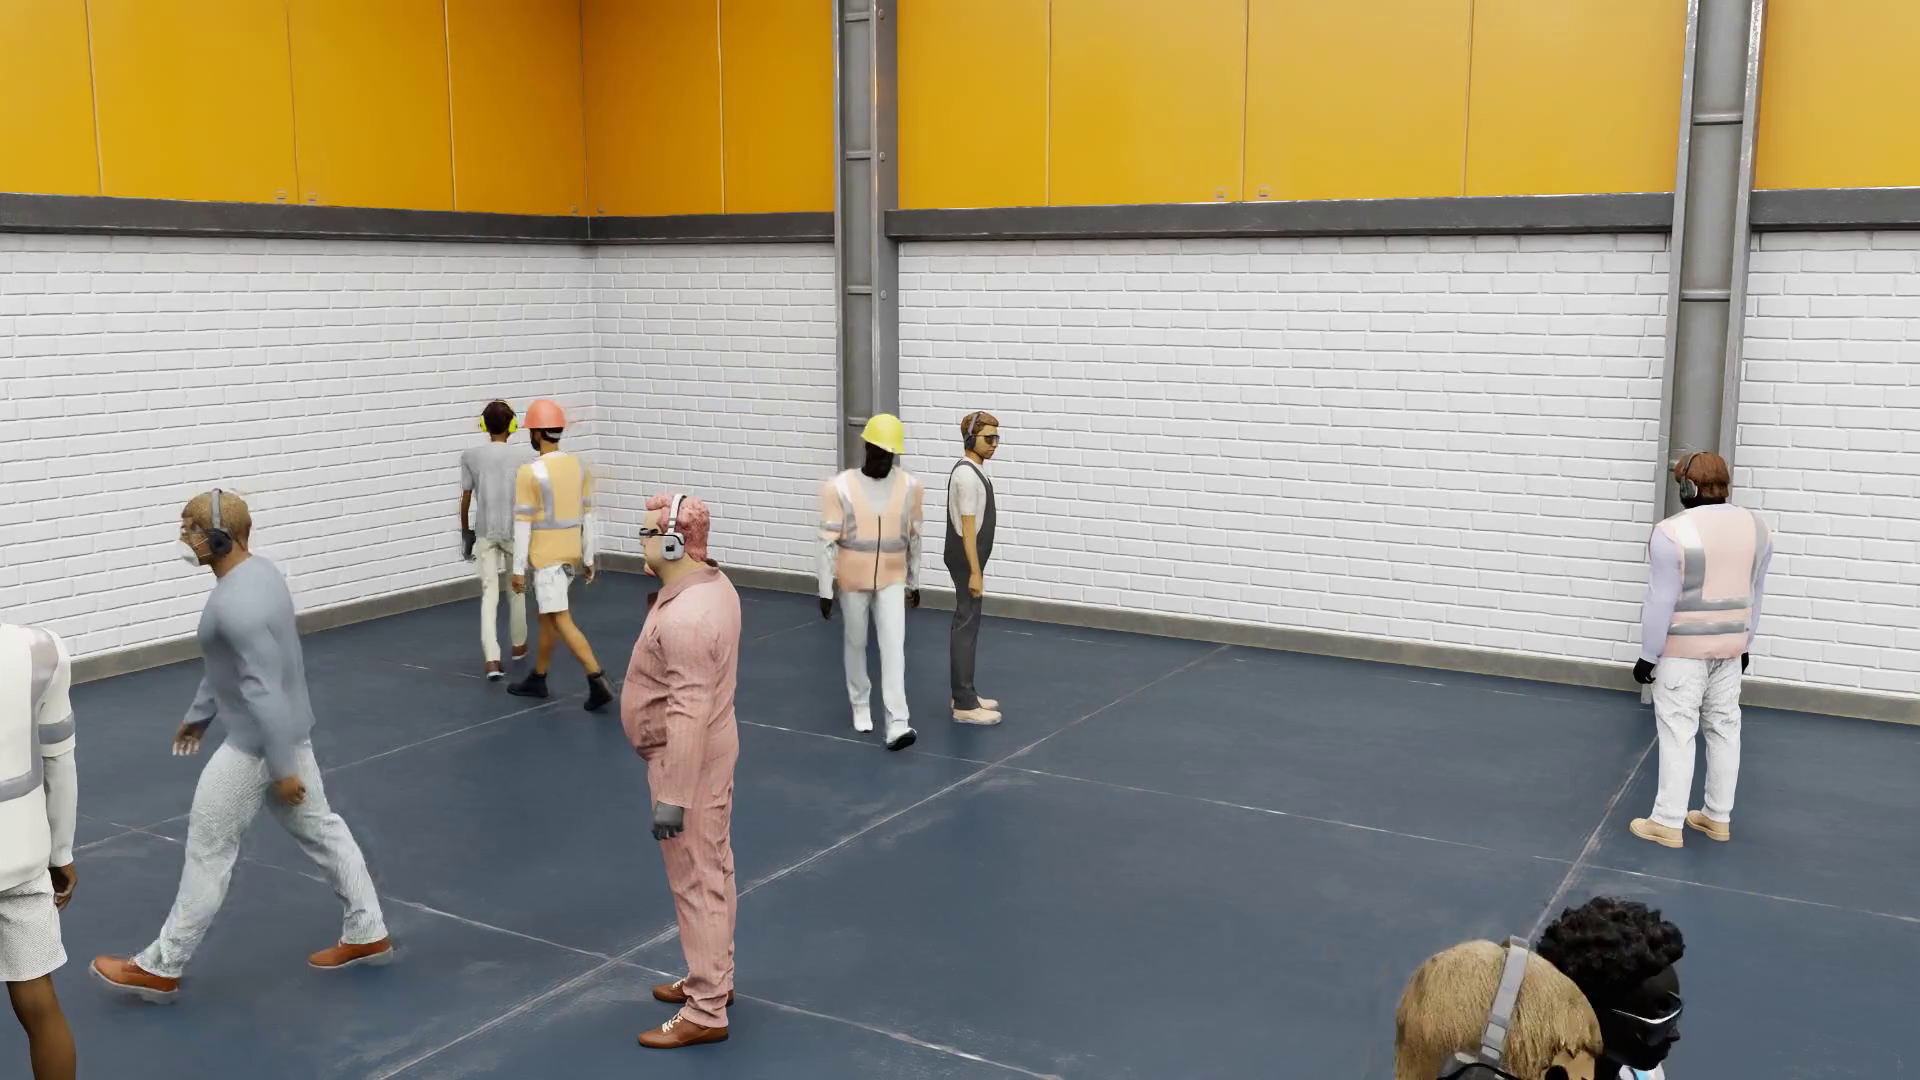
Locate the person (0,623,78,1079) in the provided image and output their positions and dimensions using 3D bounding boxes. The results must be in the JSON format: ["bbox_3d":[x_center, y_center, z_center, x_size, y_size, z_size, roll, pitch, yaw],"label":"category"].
[{"bbox_3d":[-2.734,0.903,4.576,0.379,2.044,0.607,5,10,29],"label":"person"}]

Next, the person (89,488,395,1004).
[{"bbox_3d":[-2.634,0.740,6.096,1.047,1.874,0.643,-2,9,-13],"label":"person"}]

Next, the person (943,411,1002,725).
[{"bbox_3d":[0.080,0.158,9.856,0.351,1.842,0.507,0,9,2],"label":"person"}]

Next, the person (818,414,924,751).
[{"bbox_3d":[-0.479,0.235,9.288,0.623,1.858,1.013,-2,9,-14],"label":"person"}]

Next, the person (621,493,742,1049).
[{"bbox_3d":[-0.960,0.784,5.741,0.406,1.911,0.639,0,9,0],"label":"person"}]

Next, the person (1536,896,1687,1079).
[{"bbox_3d":[1.034,1.382,2.805,0.868,1.651,0.540,7,11,36],"label":"person"}]

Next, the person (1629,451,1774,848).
[{"bbox_3d":[3.399,0.505,7.705,0.621,1.839,0.429,-3,9,-16],"label":"person"}]

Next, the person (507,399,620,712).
[{"bbox_3d":[-2.429,0.093,10.109,0.960,1.900,0.555,5,10,30],"label":"person"}]

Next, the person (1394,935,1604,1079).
[{"bbox_3d":[0.567,1.391,2.092,0.629,1.873,1.026,-6,11,-35],"label":"person"}]

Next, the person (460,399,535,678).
[{"bbox_3d":[-3.071,-0.027,11.092,0.539,1.826,0.962,-1,9,-7],"label":"person"}]
